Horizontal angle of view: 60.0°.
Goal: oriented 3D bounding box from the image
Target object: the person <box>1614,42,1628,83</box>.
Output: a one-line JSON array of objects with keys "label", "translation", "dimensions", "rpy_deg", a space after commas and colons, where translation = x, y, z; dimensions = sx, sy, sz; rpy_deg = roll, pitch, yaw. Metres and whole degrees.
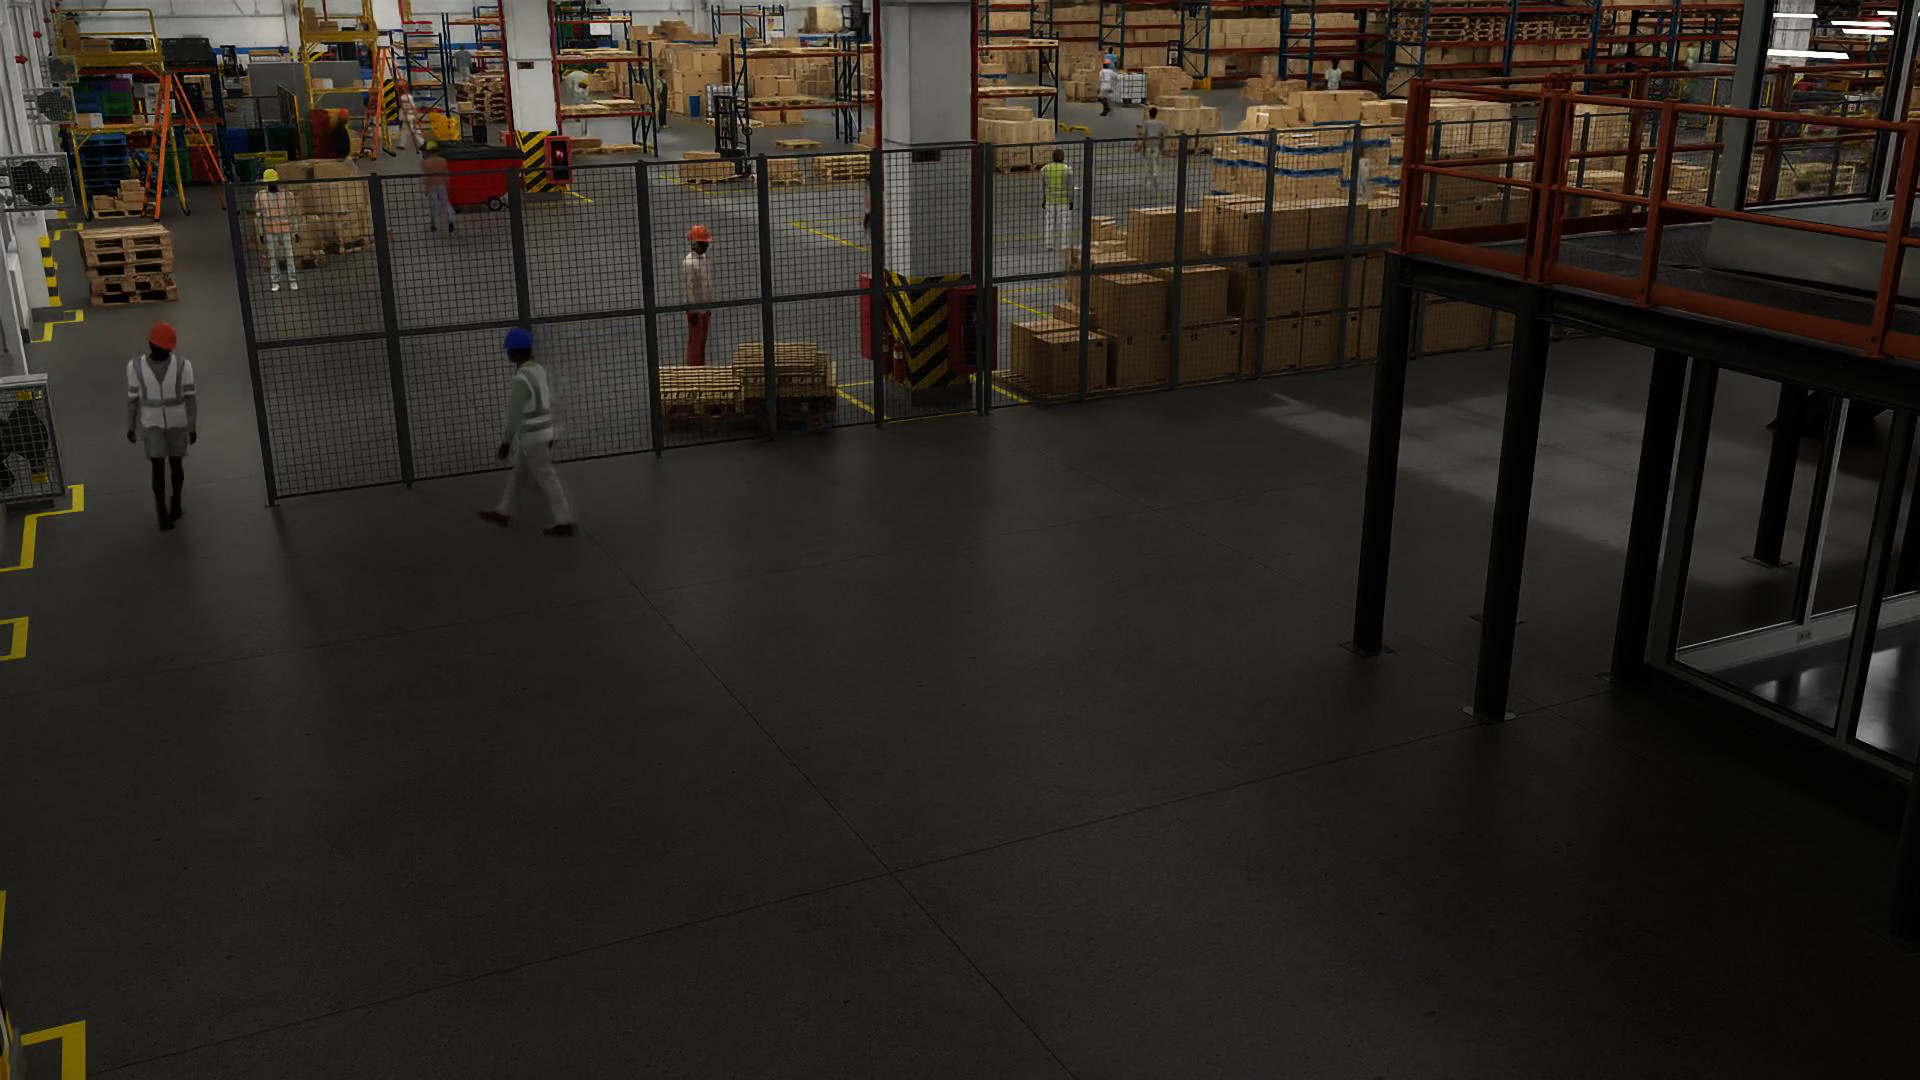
[{"label": "person", "translation": [29.199, -21.215, 73.448], "dimensions": [0.605, 2.033, 0.392], "rpy_deg": [-3, 19, -9]}]

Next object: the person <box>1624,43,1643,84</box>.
[{"label": "person", "translation": [28.342, -19.943, 69.987], "dimensions": [0.731, 1.879, 0.677], "rpy_deg": [9, 21, 25]}]

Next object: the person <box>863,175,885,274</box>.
[{"label": "person", "translation": [-1.409, -5.196, 27.529], "dimensions": [0.444, 1.678, 0.552], "rpy_deg": [14, 23, 35]}]

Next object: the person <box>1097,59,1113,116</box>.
[{"label": "person", "translation": [4.999, -15.578, 57.270], "dimensions": [0.580, 1.923, 0.445], "rpy_deg": [-11, 22, -29]}]

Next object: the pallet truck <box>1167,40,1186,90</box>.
[{"label": "pallet truck", "translation": [9.045, -19.971, 69.895], "dimensions": [0.823, 1.965, 1.885], "rpy_deg": [-3, 19, -8]}]

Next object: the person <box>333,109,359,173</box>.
[{"label": "person", "translation": [-13.530, -8.509, 36.704], "dimensions": [0.673, 1.965, 0.636], "rpy_deg": [-14, 24, -36]}]

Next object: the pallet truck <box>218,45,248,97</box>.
[{"label": "pallet truck", "translation": [-28.879, -18.665, 66.111], "dimensions": [0.823, 1.965, 1.885], "rpy_deg": [-3, 19, -9]}]

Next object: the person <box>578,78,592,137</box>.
[{"label": "person", "translation": [-11.316, -13.038, 50.191], "dimensions": [0.305, 1.738, 0.484], "rpy_deg": [0, 19, 0]}]

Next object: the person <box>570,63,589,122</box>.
[{"label": "person", "translation": [-12.657, -14.912, 55.394], "dimensions": [0.643, 1.903, 0.985], "rpy_deg": [-1, 19, -3]}]

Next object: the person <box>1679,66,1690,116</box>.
[{"label": "person", "translation": [24.945, -15.462, 57.291], "dimensions": [0.545, 1.679, 0.430], "rpy_deg": [-16, 24, -38]}]

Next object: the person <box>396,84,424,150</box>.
[{"label": "person", "translation": [-15.440, -11.835, 46.565], "dimensions": [0.991, 1.842, 0.584], "rpy_deg": [4, 19, 12]}]

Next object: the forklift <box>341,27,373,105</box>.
[{"label": "forklift", "translation": [-22.274, -17.347, 60.957], "dimensions": [1.873, 2.768, 1.129], "rpy_deg": [-9, 21, -25]}]

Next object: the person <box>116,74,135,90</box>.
[{"label": "person", "translation": [-29.465, -16.102, 58.767], "dimensions": [0.368, 1.939, 0.542], "rpy_deg": [14, 23, 34]}]

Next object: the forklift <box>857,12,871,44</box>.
[{"label": "forklift", "translation": [-4.662, -24.159, 80.703], "dimensions": [1.873, 2.768, 1.129], "rpy_deg": [-9, 21, -25]}]

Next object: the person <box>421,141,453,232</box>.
[{"label": "person", "translation": [-10.138, -6.855, 32.277], "dimensions": [0.532, 1.742, 0.790], "rpy_deg": [-12, 23, -32]}]

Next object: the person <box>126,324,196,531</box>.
[{"label": "person", "translation": [-7.262, -1.024, 15.154], "dimensions": [0.625, 1.876, 0.877], "rpy_deg": [-9, 21, -25]}]

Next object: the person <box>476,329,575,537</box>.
[{"label": "person", "translation": [-3.946, -0.939, 14.872], "dimensions": [0.970, 1.901, 0.607], "rpy_deg": [-1, 19, -1]}]

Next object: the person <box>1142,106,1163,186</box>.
[{"label": "person", "translation": [4.491, -9.166, 38.800], "dimensions": [0.523, 1.846, 0.670], "rpy_deg": [1, 19, 2]}]

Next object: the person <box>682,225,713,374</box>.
[{"label": "person", "translation": [-3.149, -2.818, 20.178], "dimensions": [0.400, 1.989, 0.623], "rpy_deg": [3, 19, 8]}]

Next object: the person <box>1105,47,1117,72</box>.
[{"label": "person", "translation": [6.361, -19.966, 70.338], "dimensions": [0.533, 1.695, 0.319], "rpy_deg": [-1, 19, -3]}]

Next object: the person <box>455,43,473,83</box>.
[{"label": "person", "translation": [-20.555, -19.603, 68.928], "dimensions": [0.654, 1.929, 0.460], "rpy_deg": [-2, 19, -6]}]

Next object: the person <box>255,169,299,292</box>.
[{"label": "person", "translation": [-10.762, -4.884, 26.268], "dimensions": [0.594, 1.924, 0.379], "rpy_deg": [-6, 20, -16]}]

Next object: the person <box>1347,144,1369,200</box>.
[{"label": "person", "translation": [7.260, -6.220, 30.150], "dimensions": [0.661, 1.921, 0.636], "rpy_deg": [12, 22, 30]}]

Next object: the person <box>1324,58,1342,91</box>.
[{"label": "person", "translation": [12.817, -15.605, 57.314], "dimensions": [0.630, 1.945, 0.609], "rpy_deg": [-3, 19, -8]}]

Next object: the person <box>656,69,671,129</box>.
[{"label": "person", "translation": [-9.447, -14.038, 52.927], "dimensions": [0.331, 1.844, 0.520], "rpy_deg": [5, 20, 13]}]

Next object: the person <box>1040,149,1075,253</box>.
[{"label": "person", "translation": [1.760, -6.099, 29.930], "dimensions": [0.622, 1.838, 0.429], "rpy_deg": [6, 20, 16]}]

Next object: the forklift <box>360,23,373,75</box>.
[{"label": "forklift", "translation": [-22.870, -18.762, 65.057], "dimensions": [1.873, 2.768, 1.129], "rpy_deg": [-10, 22, -28]}]

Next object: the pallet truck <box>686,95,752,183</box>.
[{"label": "pallet truck", "translation": [-5.836, -9.608, 39.856], "dimensions": [0.823, 1.965, 1.885], "rpy_deg": [10, 22, 27]}]

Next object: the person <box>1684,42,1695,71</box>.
[{"label": "person", "translation": [31.925, -20.847, 72.735], "dimensions": [0.611, 1.809, 0.782], "rpy_deg": [-12, 22, -31]}]
